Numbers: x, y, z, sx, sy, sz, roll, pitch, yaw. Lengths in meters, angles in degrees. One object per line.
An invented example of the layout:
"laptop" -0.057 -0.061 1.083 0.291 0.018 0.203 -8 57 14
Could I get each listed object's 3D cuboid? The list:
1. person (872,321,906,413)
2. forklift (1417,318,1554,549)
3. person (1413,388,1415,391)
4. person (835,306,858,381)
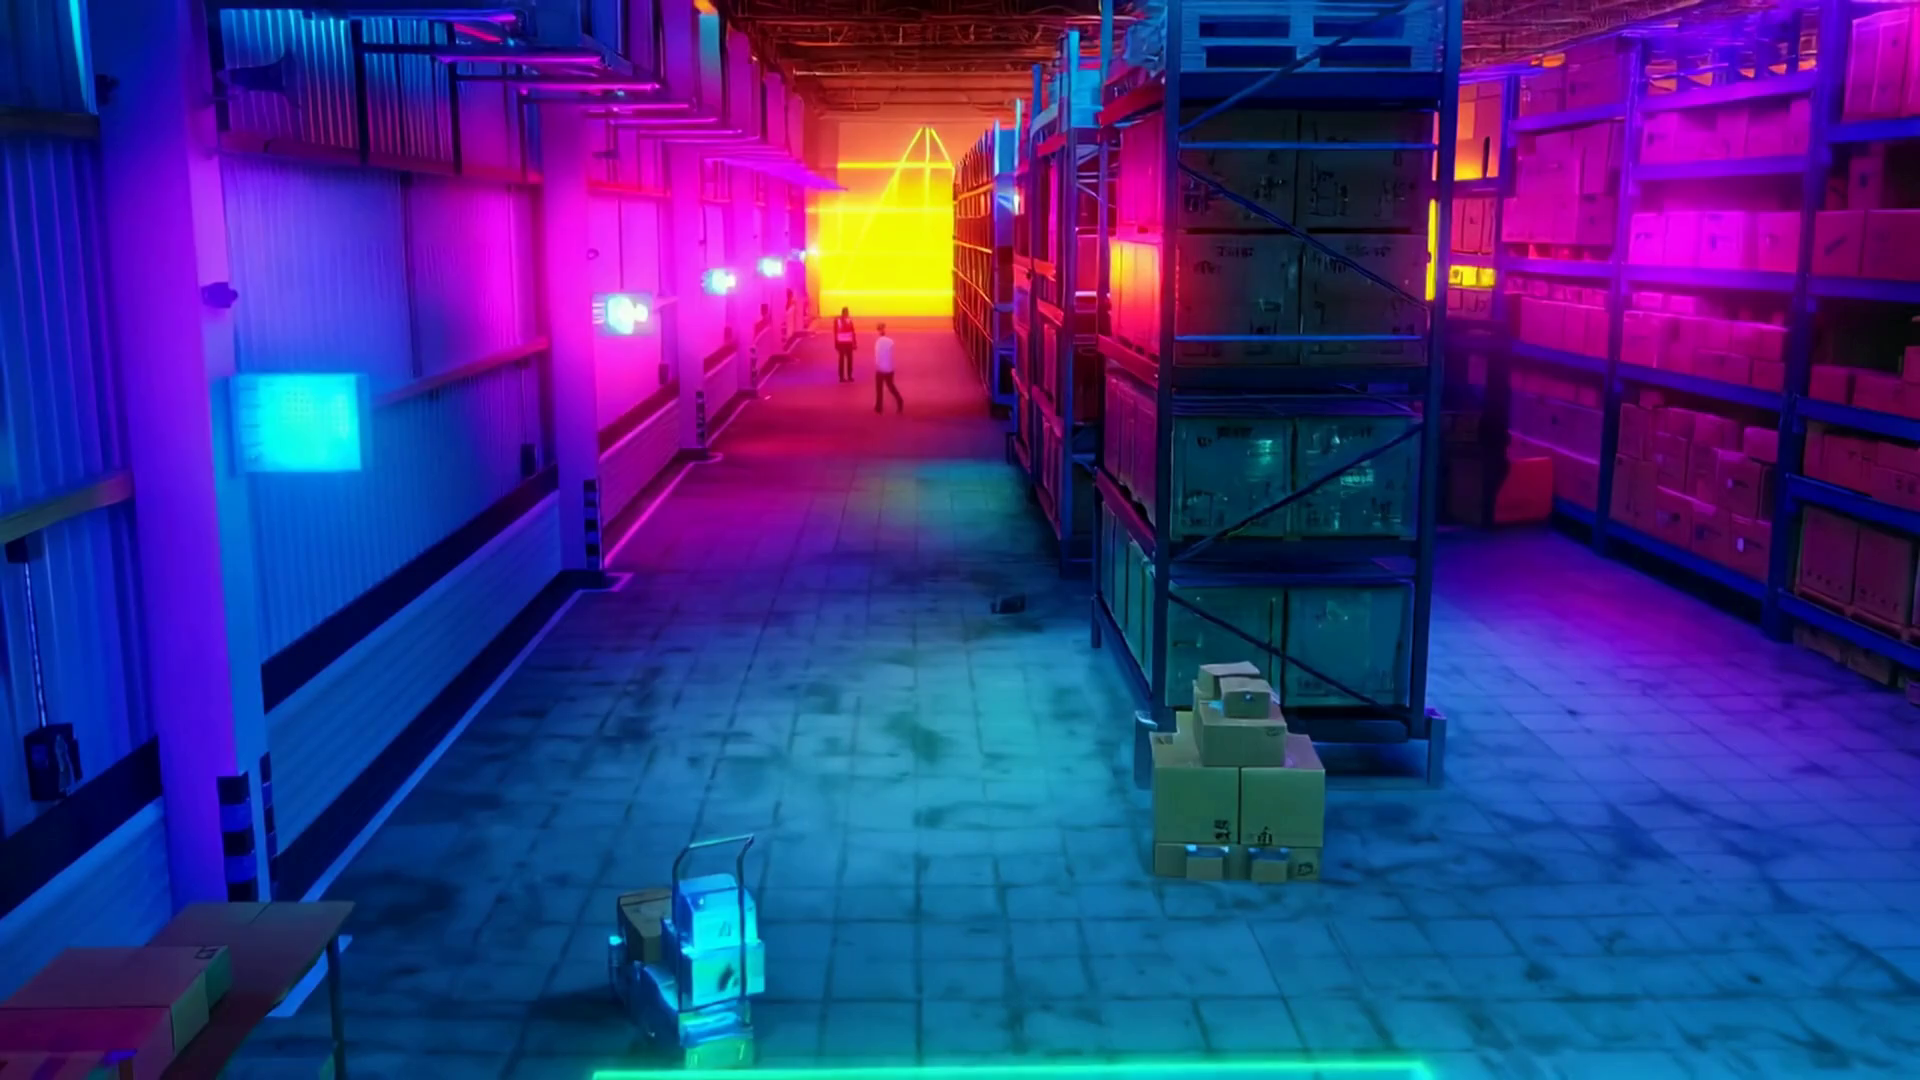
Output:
"person" -1.524 -3.627 35.115 0.613 1.971 0.821 -9 14 -39
"forklift" 6.571 -1.407 21.171 1.873 2.768 1.129 -5 12 -26
"person" 11.121 -4.493 39.930 0.564 1.842 0.393 -6 13 -30
"person" -2.908 -5.010 42.453 0.586 1.913 0.398 -6 12 -27
